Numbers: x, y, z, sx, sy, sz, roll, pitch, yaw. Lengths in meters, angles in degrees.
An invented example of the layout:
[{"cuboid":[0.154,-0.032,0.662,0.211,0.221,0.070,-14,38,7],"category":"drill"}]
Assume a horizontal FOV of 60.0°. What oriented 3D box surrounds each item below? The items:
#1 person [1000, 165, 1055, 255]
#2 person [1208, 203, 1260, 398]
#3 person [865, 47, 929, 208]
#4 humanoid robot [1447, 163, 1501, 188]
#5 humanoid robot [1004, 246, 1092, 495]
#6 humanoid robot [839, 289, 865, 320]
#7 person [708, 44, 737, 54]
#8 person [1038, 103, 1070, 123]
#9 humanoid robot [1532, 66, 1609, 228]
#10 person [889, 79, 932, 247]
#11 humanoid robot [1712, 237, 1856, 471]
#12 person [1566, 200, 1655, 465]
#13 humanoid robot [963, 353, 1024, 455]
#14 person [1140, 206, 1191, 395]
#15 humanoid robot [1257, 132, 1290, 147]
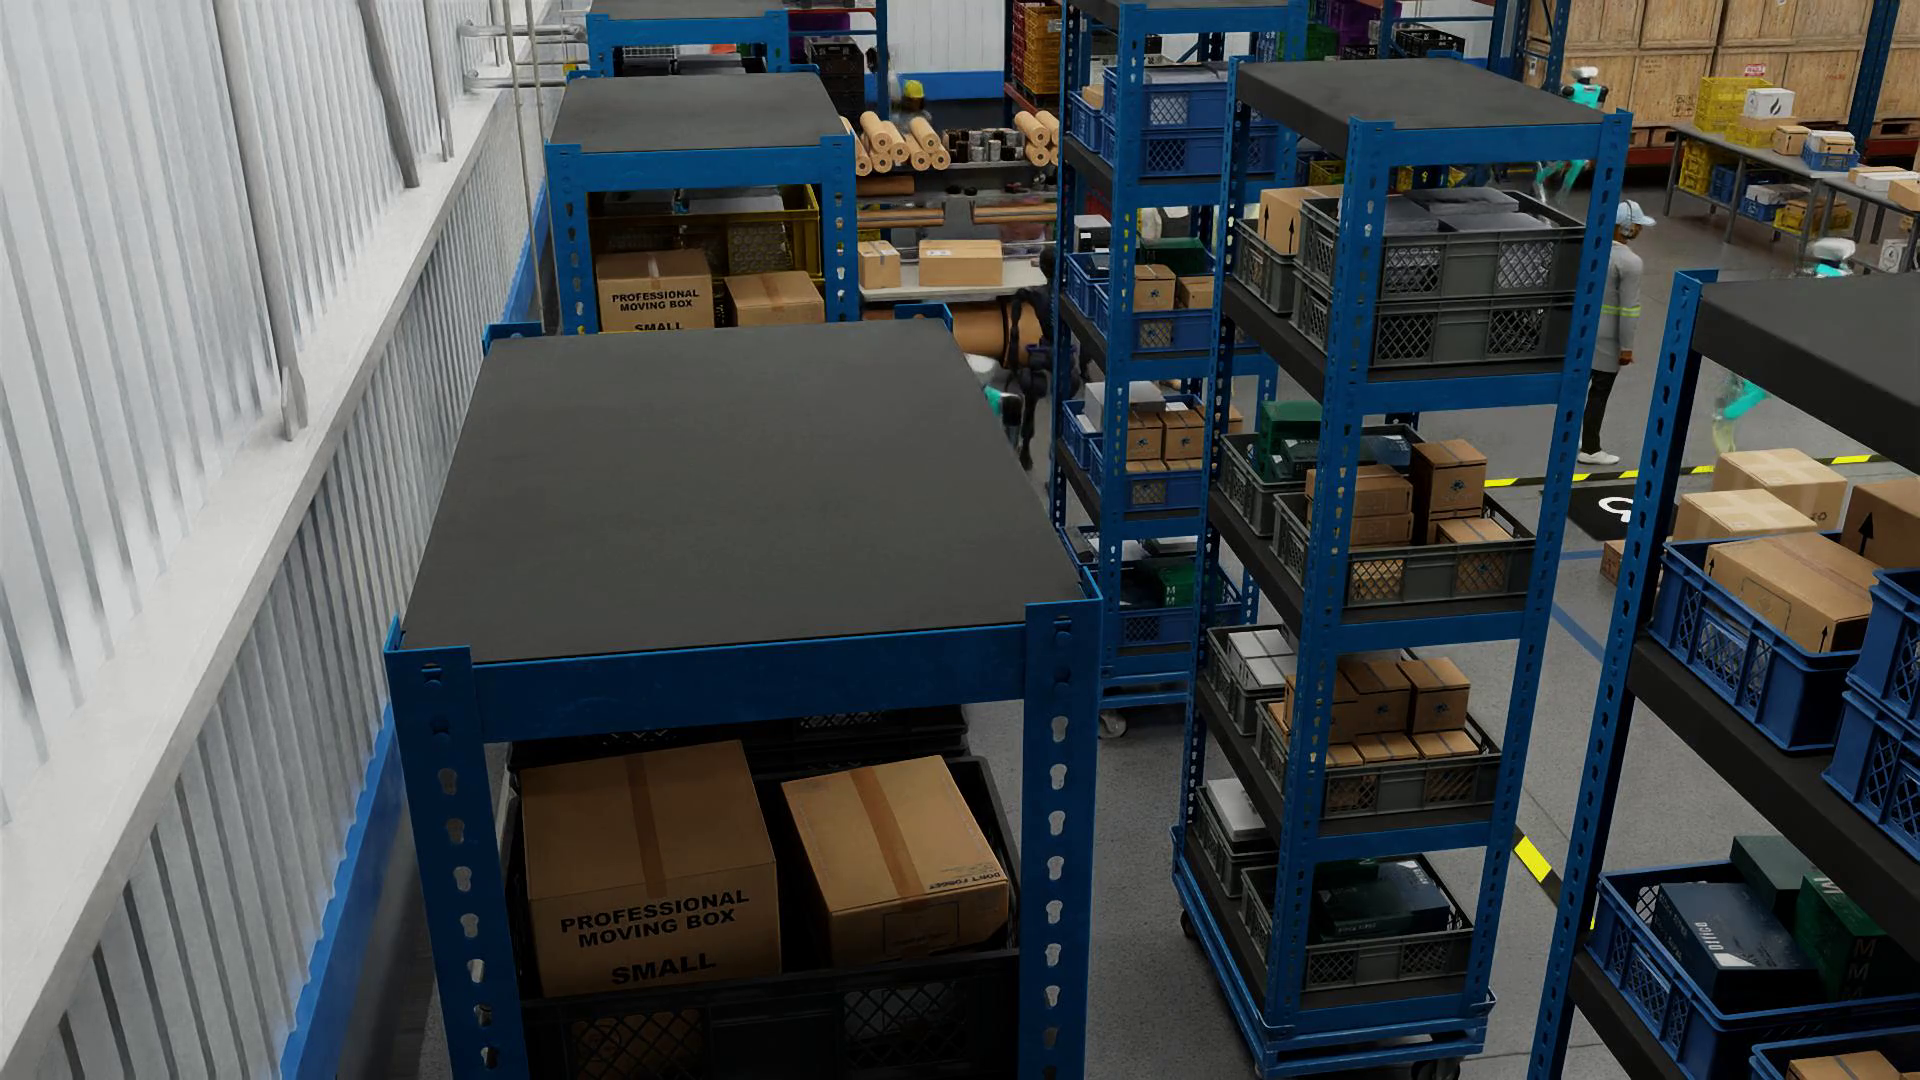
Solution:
[{"cuboid":[0.590,-2.526,14.005,0.554,1.750,0.382,-14,28,-28],"category":"person"},{"cuboid":[2.159,-2.082,12.995,0.630,1.805,0.802,-1,25,-2],"category":"person"},{"cuboid":[-0.806,-4.479,18.213,1.002,1.787,0.516,-3,25,-6],"category":"person"},{"cuboid":[5.206,-3.818,16.962,0.611,1.640,0.740,-10,26,-20],"category":"humanoid robot"},{"cuboid":[0.596,-1.173,11.202,0.610,1.621,0.773,-2,25,-5],"category":"humanoid robot"},{"cuboid":[-0.620,-0.749,10.259,0.613,1.643,0.591,-9,26,-18],"category":"humanoid robot"},{"cuboid":[-2.422,-4.234,17.383,0.614,2.041,0.375,7,26,14],"category":"person"},{"cuboid":[1.036,-4.496,18.100,0.589,1.918,0.390,5,25,10],"category":"person"},{"cuboid":[6.268,-4.007,17.361,0.545,1.887,0.729,-6,25,-13],"category":"humanoid robot"},{"cuboid":[-0.523,-3.807,16.826,0.492,1.715,0.675,-12,27,-25],"category":"person"},{"cuboid":[5.374,-1.175,11.136,0.826,1.801,0.542,21,32,38],"category":"humanoid robot"},{"cuboid":[4.484,-1.440,11.534,0.398,1.850,0.596,-8,26,-17],"category":"person"},{"cuboid":[-0.004,0.011,8.551,0.548,1.786,0.935,4,25,9],"category":"humanoid robot"},{"cuboid":[1.599,-2.015,12.792,0.506,1.846,0.346,-16,29,-32],"category":"person"},{"cuboid":[3.497,-4.762,18.969,0.863,1.846,0.556,-9,26,-18],"category":"humanoid robot"}]
